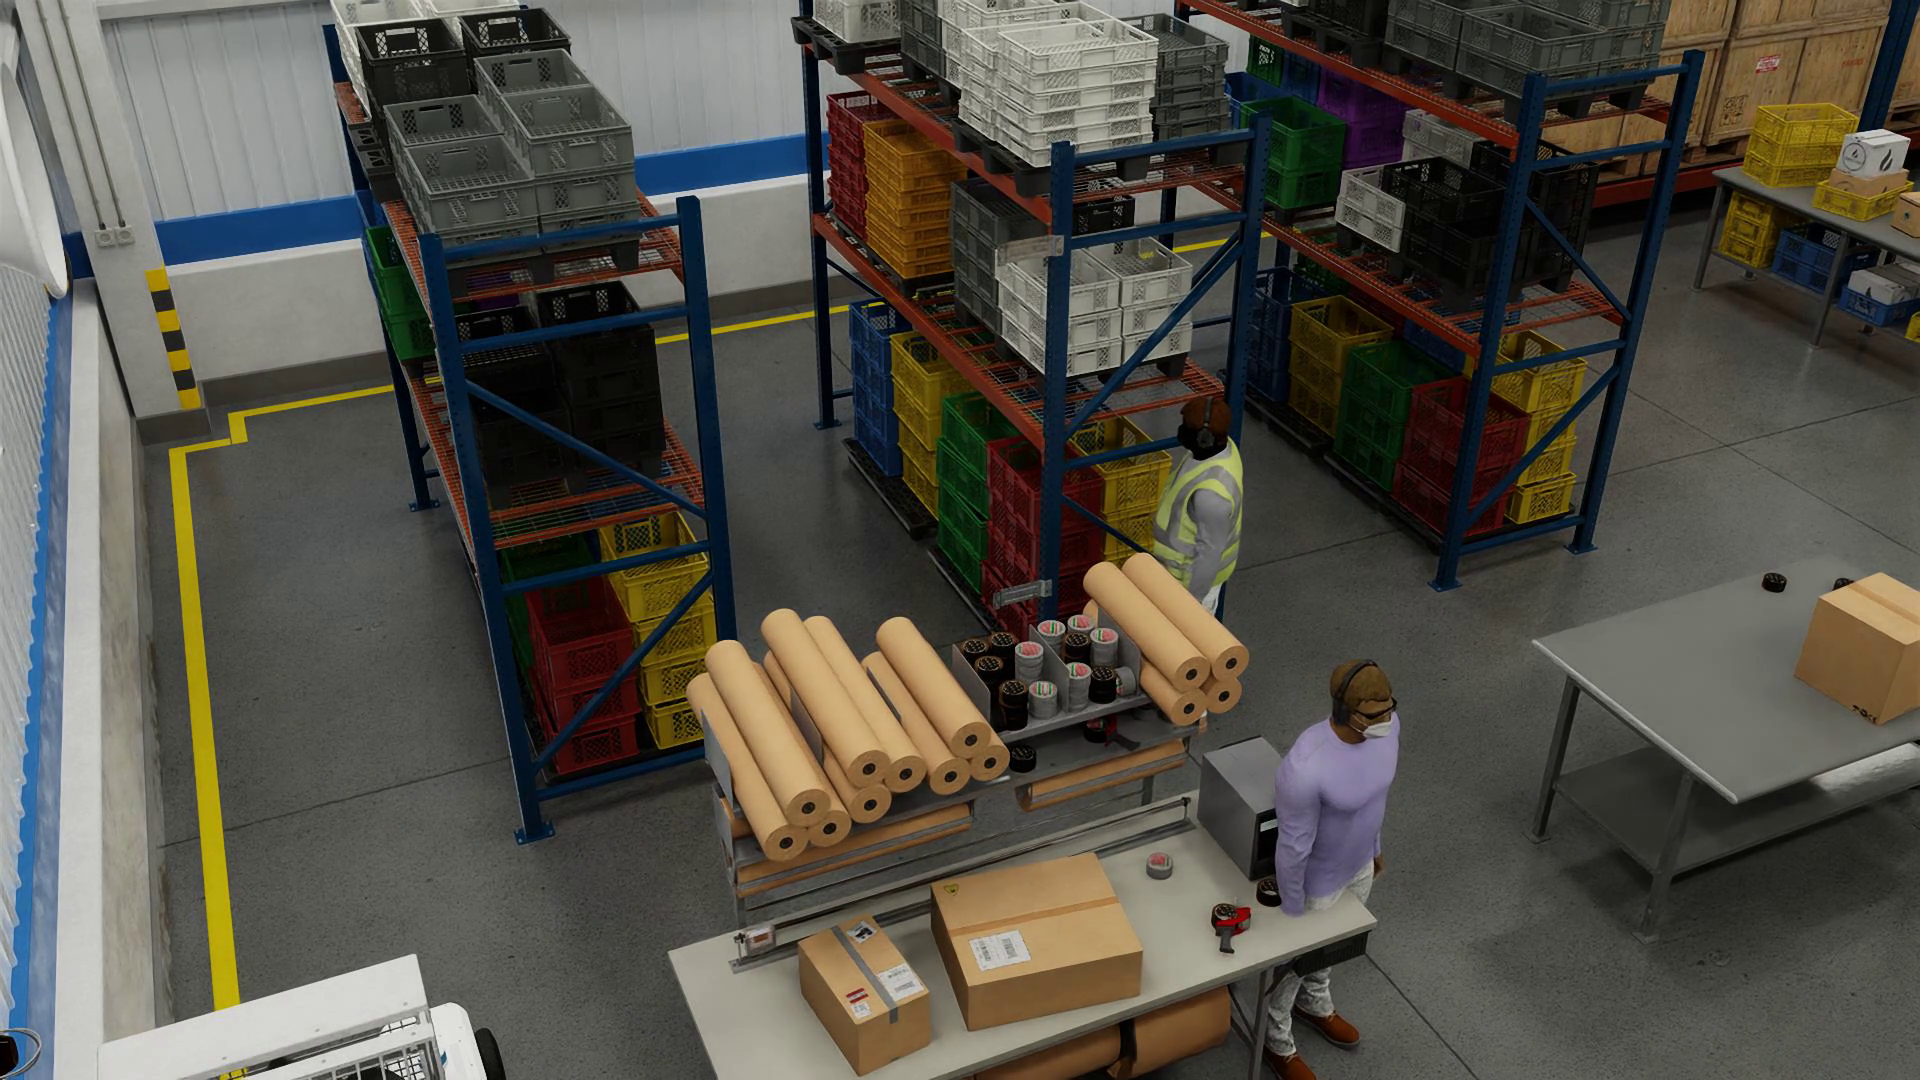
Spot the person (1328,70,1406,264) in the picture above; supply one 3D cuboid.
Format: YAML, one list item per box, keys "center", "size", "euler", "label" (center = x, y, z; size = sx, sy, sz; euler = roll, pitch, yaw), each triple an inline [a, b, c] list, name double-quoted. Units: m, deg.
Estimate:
- center: [3.301, -3.092, 13.466]
  size: [0.439, 1.855, 0.630]
  euler: [4, 32, 7]
  label: "person"

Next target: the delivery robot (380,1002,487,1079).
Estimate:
- center: [-1.940, 2.076, 6.217]
  size: [0.477, 0.478, 0.707]
  euler: [-14, 34, -22]
  label: "delivery robot"

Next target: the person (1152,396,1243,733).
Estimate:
- center: [1.159, 0.123, 8.258]
  size: [0.429, 1.841, 0.633]
  euler: [4, 32, 6]
  label: "person"

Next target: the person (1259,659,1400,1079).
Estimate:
- center: [1.410, 1.255, 6.328]
  size: [0.631, 1.940, 0.372]
  euler: [-27, 41, -37]
  label: "person"
